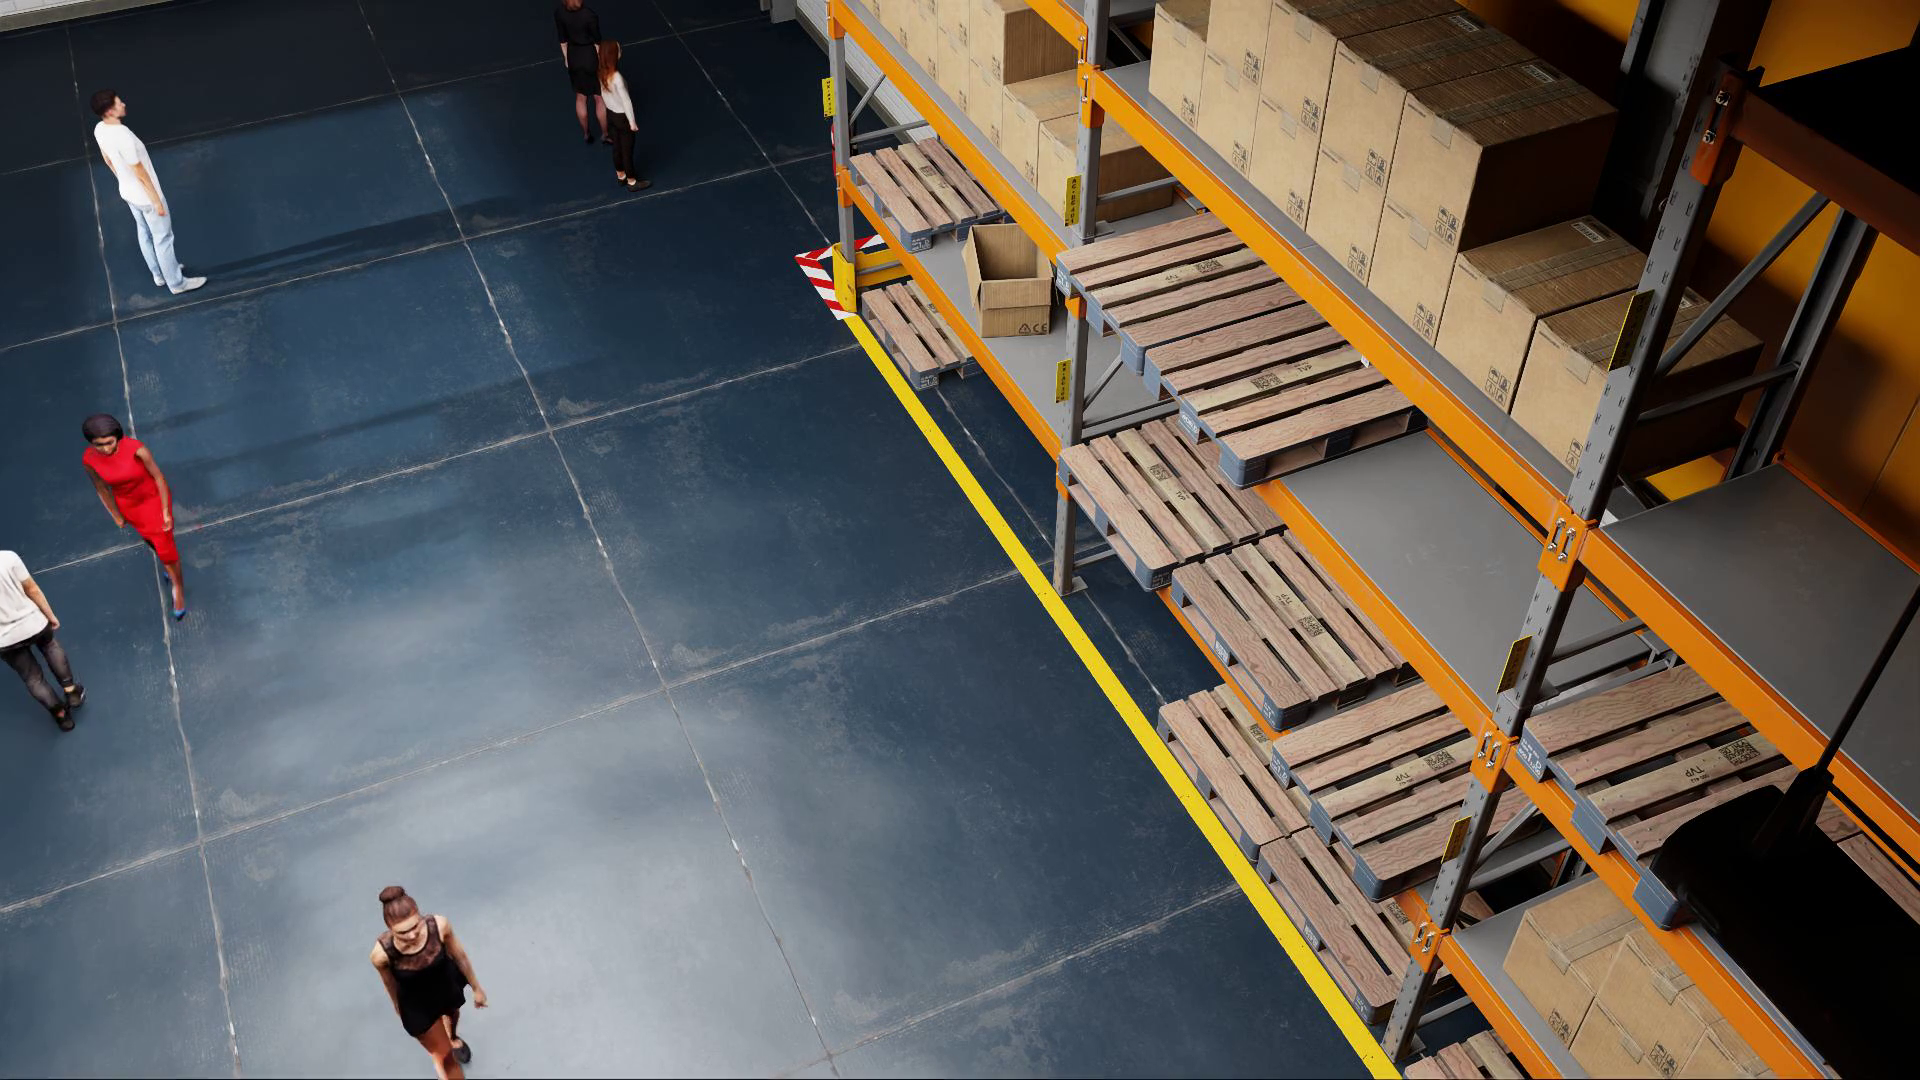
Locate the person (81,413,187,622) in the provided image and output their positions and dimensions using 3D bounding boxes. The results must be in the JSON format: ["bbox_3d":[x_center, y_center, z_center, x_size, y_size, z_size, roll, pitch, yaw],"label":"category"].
[{"bbox_3d":[-5.551,-0.272,11.350,0.680,1.696,0.951,-7,44,-8],"label":"person"}]

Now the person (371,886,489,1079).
[{"bbox_3d":[-2.796,2.286,8.696,0.693,1.653,0.969,-28,50,-26],"label":"person"}]

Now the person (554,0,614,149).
[{"bbox_3d":[-3.568,-4.535,15.819,0.659,1.704,0.691,9,44,9],"label":"person"}]

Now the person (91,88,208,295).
[{"bbox_3d":[-6.915,-2.940,14.029,0.654,1.864,0.809,30,51,27],"label":"person"}]

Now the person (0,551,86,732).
[{"bbox_3d":[-5.924,0.578,10.449,0.695,1.708,0.693,-26,49,-25],"label":"person"}]

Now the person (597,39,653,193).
[{"bbox_3d":[-3.141,-3.911,15.323,0.654,1.485,0.525,-33,53,-30],"label":"person"}]
